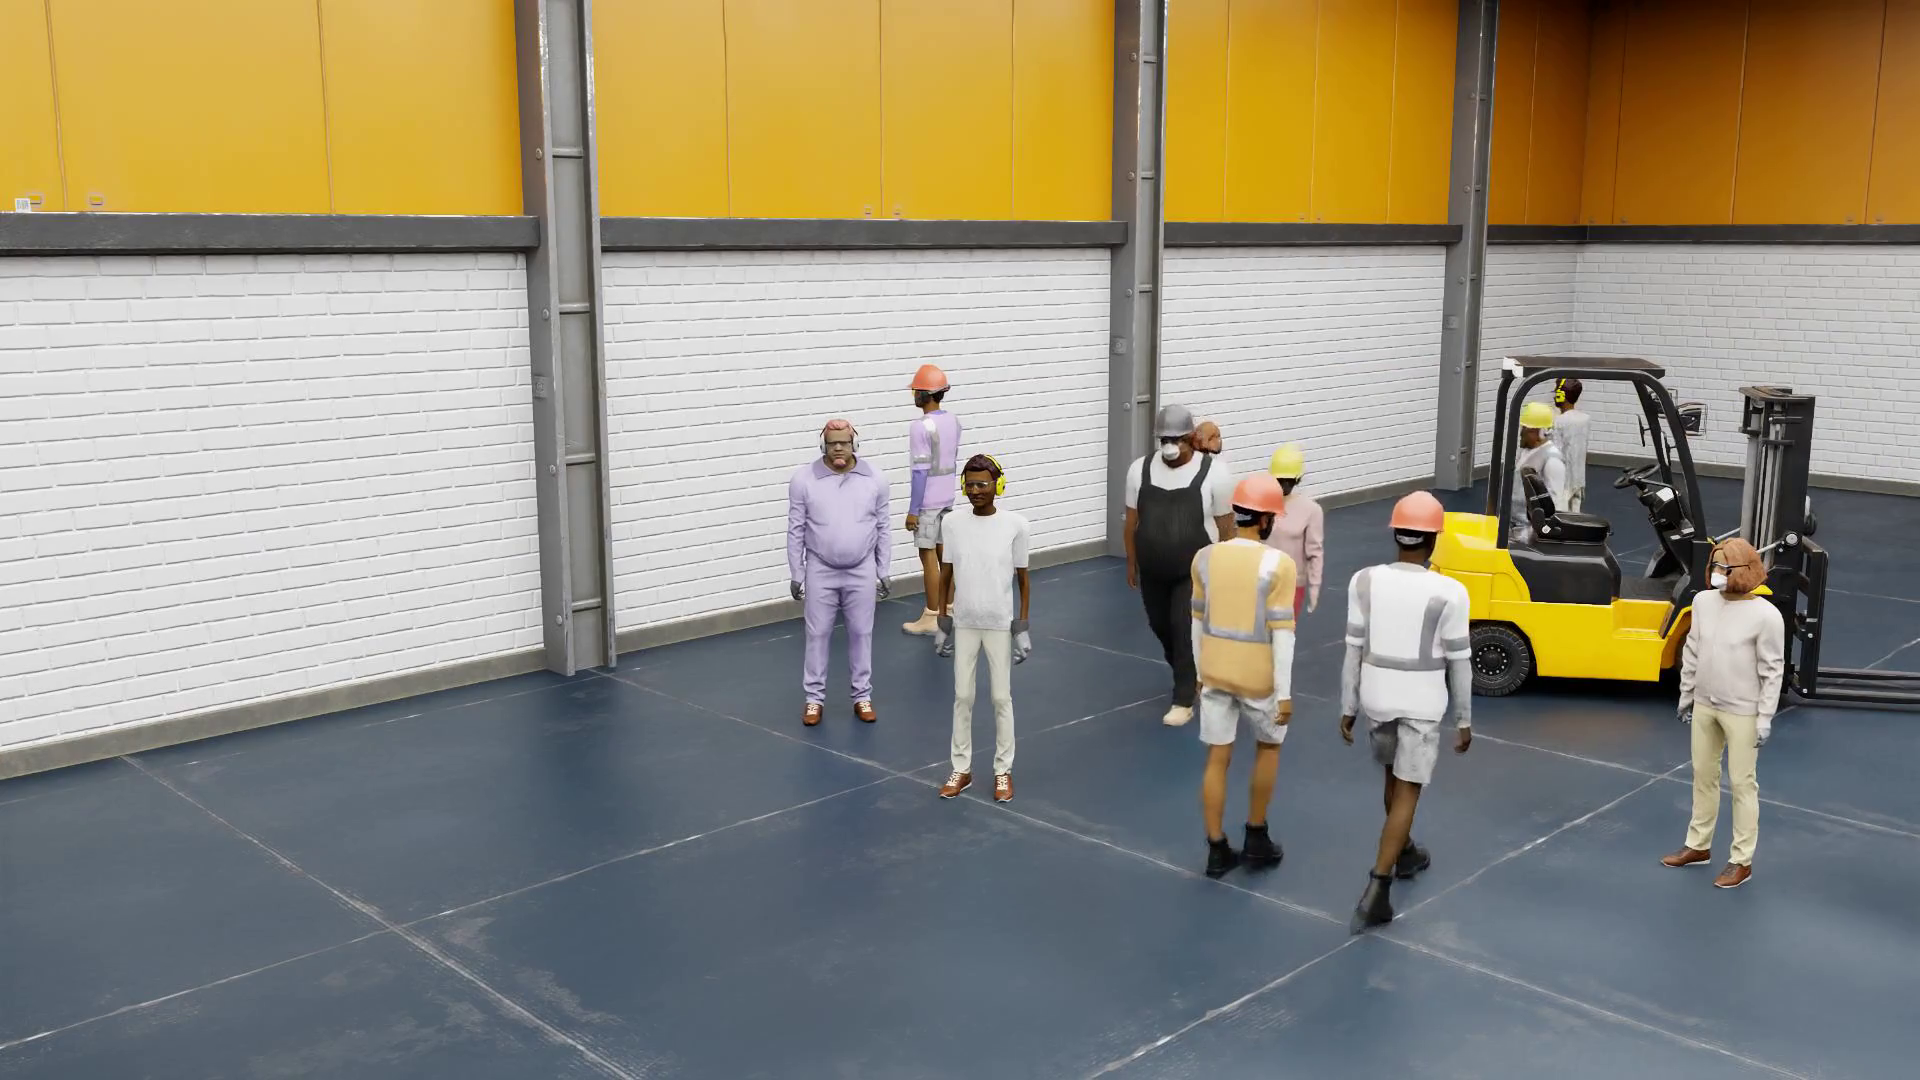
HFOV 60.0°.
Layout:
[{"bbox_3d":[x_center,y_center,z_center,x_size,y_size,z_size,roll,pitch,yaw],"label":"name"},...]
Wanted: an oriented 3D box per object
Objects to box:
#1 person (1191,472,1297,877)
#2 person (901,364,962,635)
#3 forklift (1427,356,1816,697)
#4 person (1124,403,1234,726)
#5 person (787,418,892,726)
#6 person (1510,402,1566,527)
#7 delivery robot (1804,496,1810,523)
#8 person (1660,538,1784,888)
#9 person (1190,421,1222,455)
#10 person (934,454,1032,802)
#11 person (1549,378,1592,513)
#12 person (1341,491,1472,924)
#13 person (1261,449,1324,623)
[{"bbox_3d":[1.351,0.635,7.861,0.574,1.907,0.596,7,13,34],"label":"person"},{"bbox_3d":[-0.228,-0.302,12.572,0.369,2.048,0.607,5,12,27],"label":"person"},{"bbox_3d":[4.276,-0.101,11.076,2.313,2.155,1.214,2,11,13],"label":"forklift"},{"bbox_3d":[1.399,0.078,10.519,0.694,2.000,0.881,5,12,27],"label":"person"},{"bbox_3d":[-0.734,0.197,10.237,0.649,1.906,0.401,-2,11,-10],"label":"person"},{"bbox_3d":[4.325,-0.147,12.435,0.895,1.801,0.597,0,10,-1],"label":"person"},{"bbox_3d":[8.295,-0.390,16.871,0.477,0.478,0.707,0,10,-1],"label":"delivery robot"},{"bbox_3d":[3.560,0.792,7.733,0.268,1.632,0.505,-5,11,-24],"label":"person"},{"bbox_3d":[1.909,-0.129,12.891,0.882,1.585,0.508,-7,13,-34],"label":"person"},{"bbox_3d":[0.119,0.471,8.868,0.533,1.861,0.320,2,11,12],"label":"person"},{"bbox_3d":[4.970,-0.424,13.721,0.519,1.873,0.335,-7,13,-34],"label":"person"},{"bbox_3d":[1.983,0.724,7.427,0.560,1.888,0.983,7,13,35],"label":"person"},{"bbox_3d":[1.964,0.283,10.286,0.537,1.703,0.937,1,10,8],"label":"person"}]
